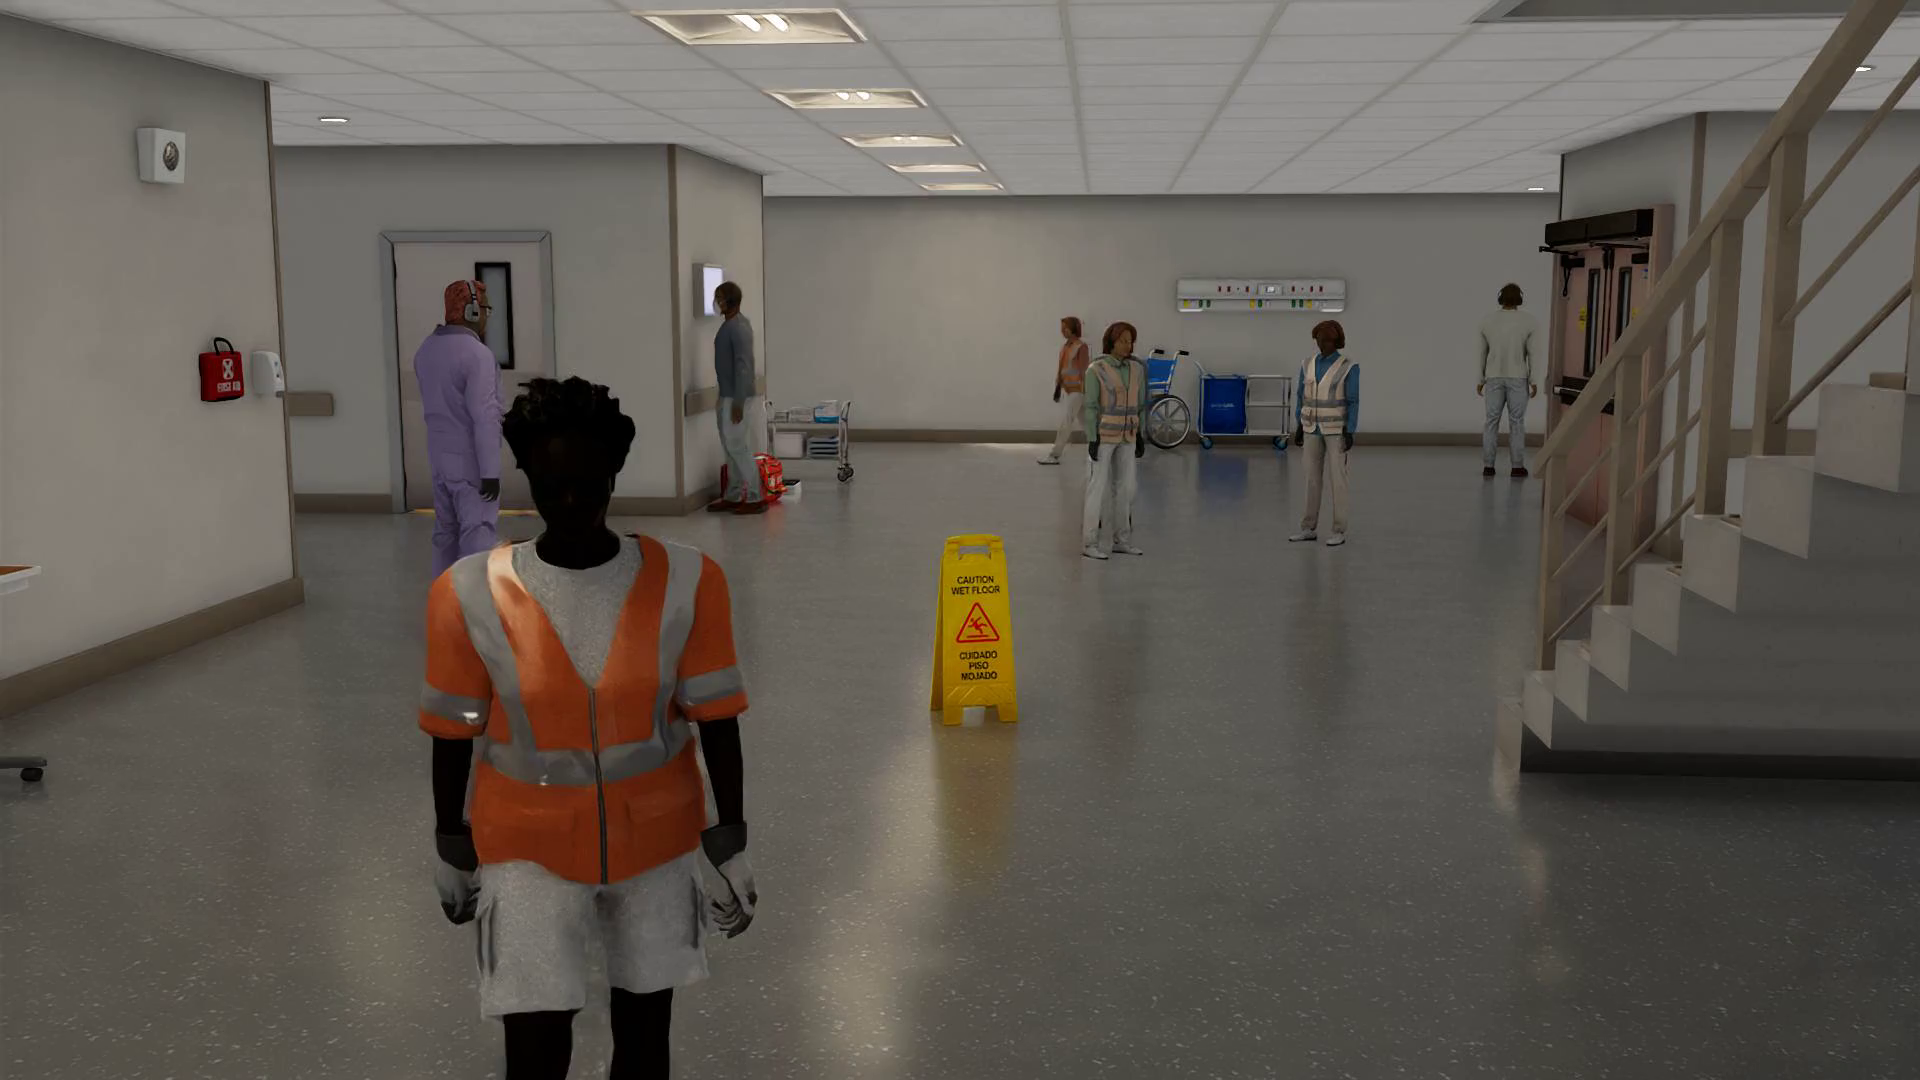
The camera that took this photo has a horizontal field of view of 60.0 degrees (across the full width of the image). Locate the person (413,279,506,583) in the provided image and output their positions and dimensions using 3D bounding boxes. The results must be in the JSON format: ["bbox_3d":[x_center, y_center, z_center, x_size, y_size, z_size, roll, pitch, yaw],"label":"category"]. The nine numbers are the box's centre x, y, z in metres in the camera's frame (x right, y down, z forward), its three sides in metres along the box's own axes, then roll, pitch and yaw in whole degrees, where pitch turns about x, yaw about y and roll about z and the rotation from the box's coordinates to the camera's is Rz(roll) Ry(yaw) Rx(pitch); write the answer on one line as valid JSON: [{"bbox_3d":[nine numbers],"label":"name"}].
[{"bbox_3d":[-2.562,-0.403,8.697,0.402,1.899,0.631,-8,12,-44],"label":"person"}]

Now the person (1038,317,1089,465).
[{"bbox_3d":[1.252,-1.614,17.959,0.871,1.591,0.533,-3,9,-20],"label":"person"}]

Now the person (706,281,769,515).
[{"bbox_3d":[-1.855,-1.162,13.768,0.511,1.930,0.653,-3,9,-18],"label":"person"}]

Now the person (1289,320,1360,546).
[{"bbox_3d":[2.669,-0.781,12.128,0.310,1.640,0.514,-8,12,-43],"label":"person"}]

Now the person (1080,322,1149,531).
[{"bbox_3d":[1.170,-0.852,12.700,0.530,1.597,0.752,4,9,27],"label":"person"}]

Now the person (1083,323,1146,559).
[{"bbox_3d":[1.067,-0.682,11.503,0.514,1.630,0.318,-6,10,-35],"label":"person"}]

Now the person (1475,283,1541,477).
[{"bbox_3d":[5.479,-1.595,16.654,0.633,1.940,0.368,5,10,28],"label":"person"}]

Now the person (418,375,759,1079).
[{"bbox_3d":[-0.643,0.553,2.909,0.549,1.677,0.424,-3,9,-19],"label":"person"}]
